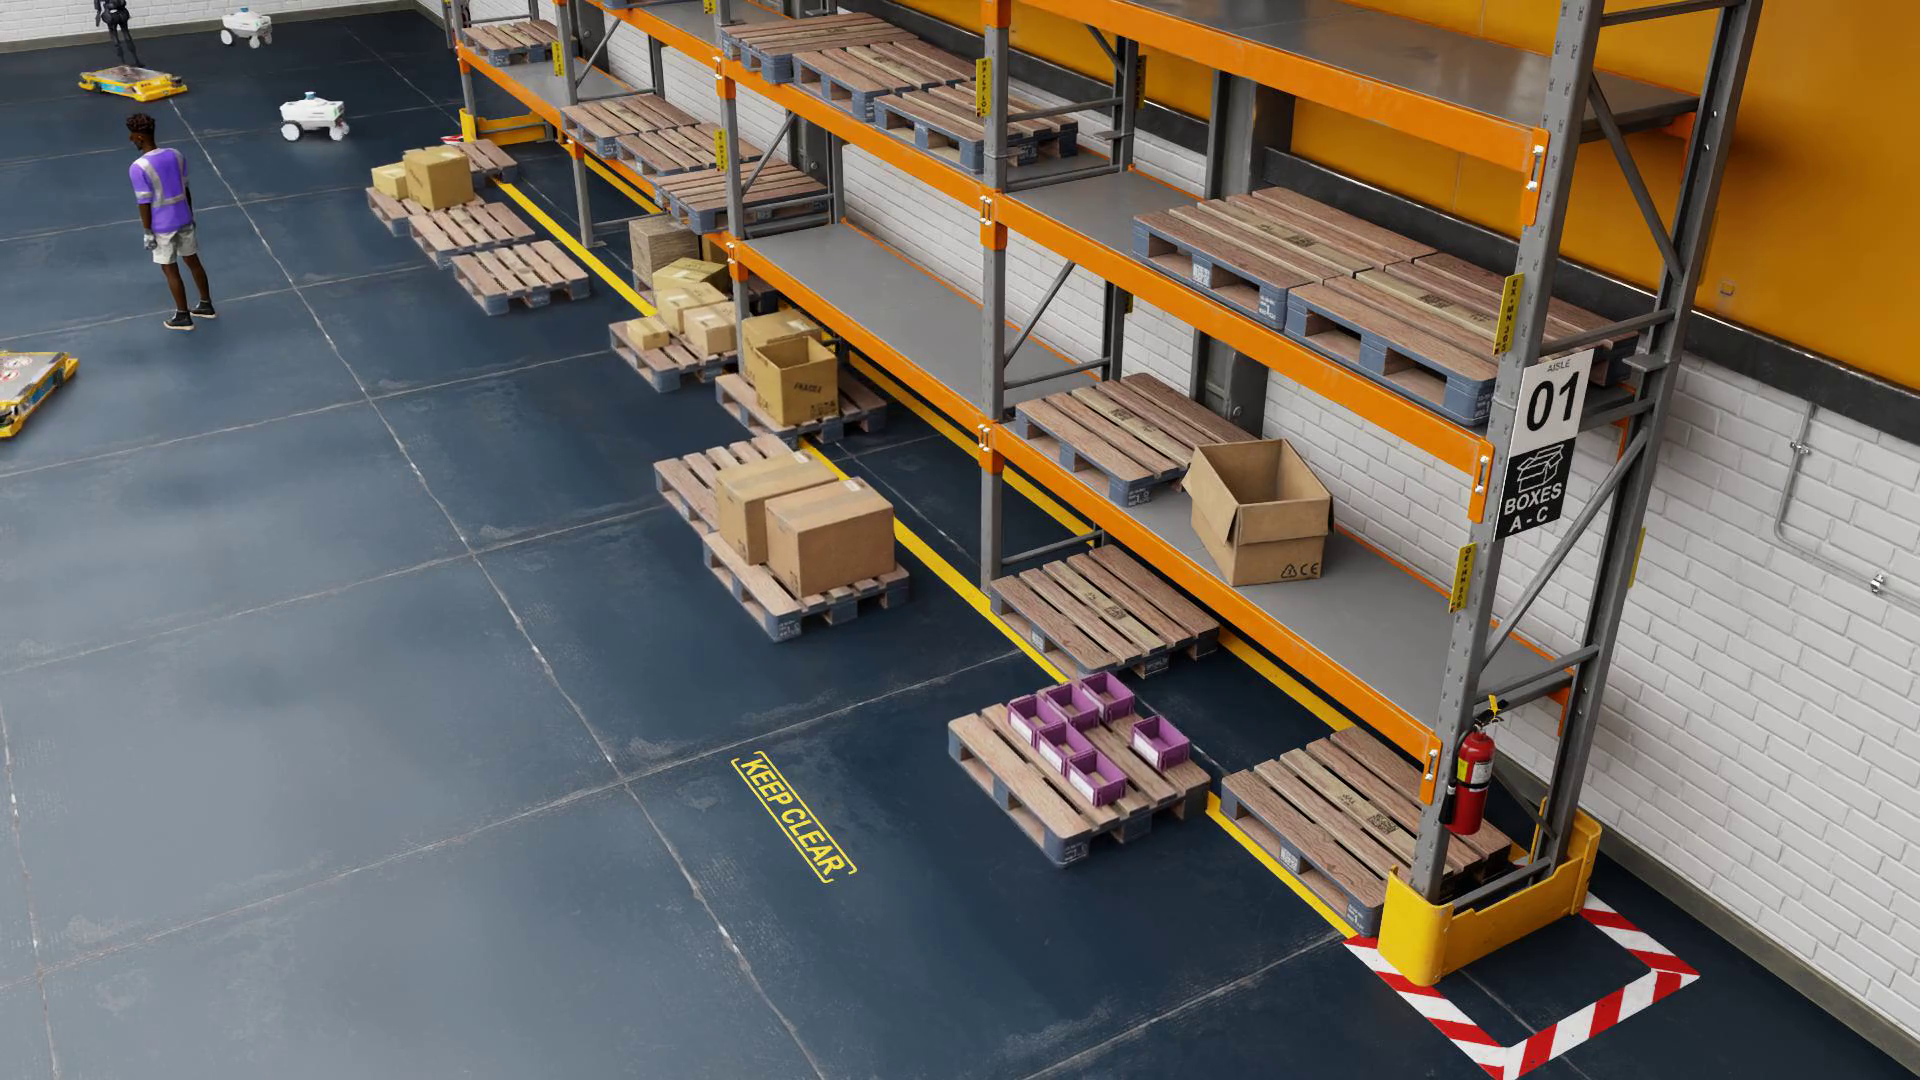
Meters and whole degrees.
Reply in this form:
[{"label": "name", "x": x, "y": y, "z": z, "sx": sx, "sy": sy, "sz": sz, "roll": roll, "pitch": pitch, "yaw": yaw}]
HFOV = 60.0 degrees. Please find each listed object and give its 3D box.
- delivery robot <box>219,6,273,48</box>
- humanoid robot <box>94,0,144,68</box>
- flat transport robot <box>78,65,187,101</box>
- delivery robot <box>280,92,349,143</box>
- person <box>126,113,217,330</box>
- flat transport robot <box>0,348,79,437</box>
[{"label": "delivery robot", "x": -10.693, "y": -7.686, "z": 24.920, "sx": 0.775, "sy": 0.604, "sz": 0.505, "roll": 11, "pitch": 31, "yaw": 19}, {"label": "humanoid robot", "x": -11.899, "y": -7.447, "z": 23.351, "sx": 0.333, "sy": 1.650, "sz": 0.608, "roll": 7, "pitch": 30, "yaw": 12}, {"label": "flat transport robot", "x": -11.247, "y": -6.203, "z": 22.583, "sx": 1.431, "sy": 0.231, "sz": 0.659, "roll": 17, "pitch": 33, "yaw": 27}, {"label": "delivery robot", "x": -7.998, "y": -5.244, "z": 20.588, "sx": 0.767, "sy": 0.583, "sz": 0.499, "roll": -1, "pitch": 30, "yaw": -1}, {"label": "person", "x": -7.137, "y": -2.868, "z": 14.987, "sx": 0.376, "sy": 1.957, "sz": 0.609, "roll": 10, "pitch": 31, "yaw": 16}, {"label": "flat transport robot", "x": -7.929, "y": -1.226, "z": 13.796, "sx": 0.659, "sy": 0.231, "sz": 1.431, "roll": -2, "pitch": 30, "yaw": -4}]
